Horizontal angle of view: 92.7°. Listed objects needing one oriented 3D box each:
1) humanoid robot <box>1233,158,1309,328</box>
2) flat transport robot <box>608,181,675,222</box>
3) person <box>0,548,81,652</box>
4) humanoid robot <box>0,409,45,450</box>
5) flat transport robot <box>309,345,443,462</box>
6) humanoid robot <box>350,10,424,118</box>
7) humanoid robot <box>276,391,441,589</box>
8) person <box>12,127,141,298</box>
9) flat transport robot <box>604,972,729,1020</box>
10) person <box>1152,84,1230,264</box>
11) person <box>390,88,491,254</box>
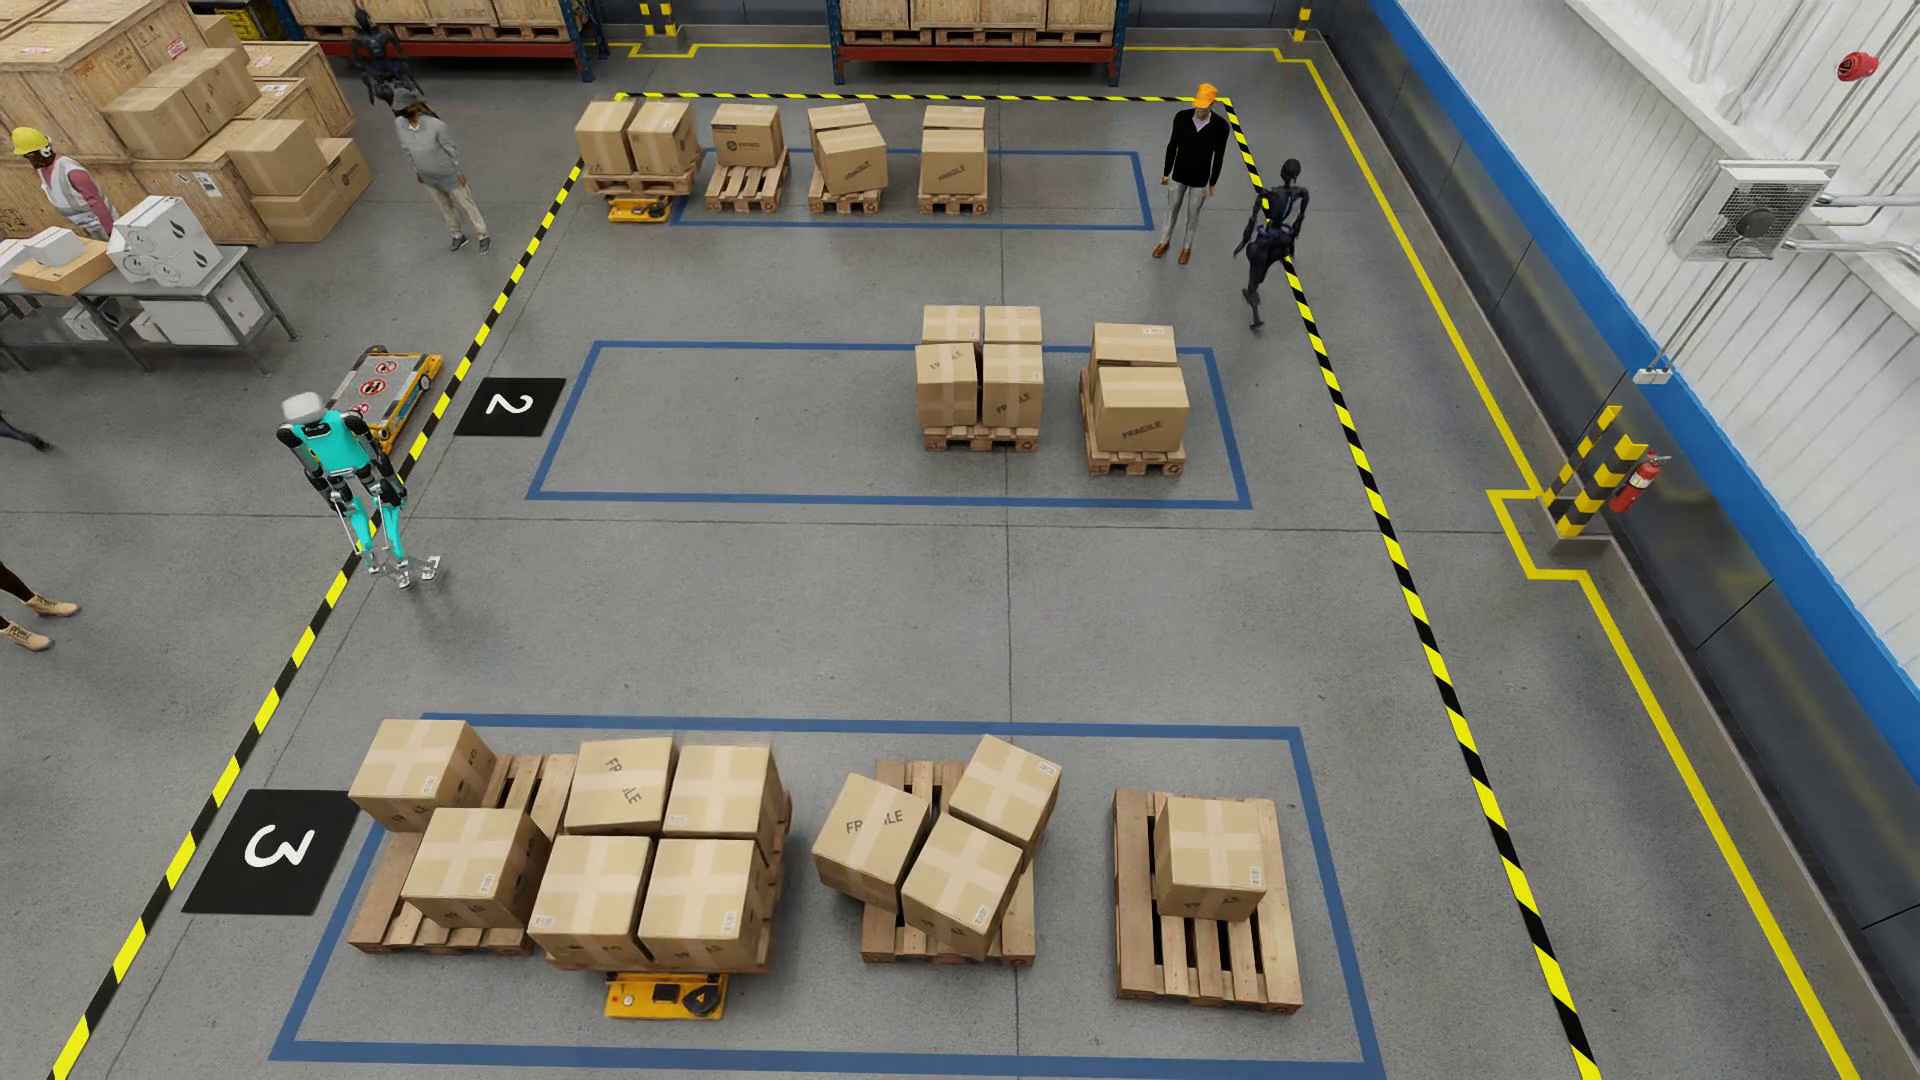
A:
[{"bbox_3d":[3.025,-2.870,8.908,0.610,1.654,0.743,-6,50,-5],"label":"humanoid robot"},{"bbox_3d":[-3.711,-4.264,10.957,0.652,0.197,1.431,1,50,1],"label":"flat transport robot"},{"bbox_3d":[-6.928,0.006,6.201,0.370,2.042,0.613,2,50,2],"label":"person"},{"bbox_3d":[-8.417,-1.413,7.651,0.601,1.618,0.600,10,51,8],"label":"humanoid robot"},{"bbox_3d":[-5.383,-1.269,8.441,0.659,0.231,1.431,1,50,1],"label":"flat transport robot"},{"bbox_3d":[-6.985,-5.615,11.231,0.611,1.622,0.795,-25,54,-20],"label":"humanoid robot"},{"bbox_3d":[-4.243,-0.209,6.491,0.533,1.681,0.735,-13,51,-11],"label":"humanoid robot"},{"bbox_3d":[-8.533,-3.165,9.025,0.593,1.825,0.404,19,52,16],"label":"person"},{"bbox_3d":[-1.662,2.105,5.568,0.652,0.197,1.431,1,50,1],"label":"flat transport robot"},{"bbox_3d":[2.381,-3.764,9.495,0.590,1.881,0.381,21,53,17],"label":"person"},{"bbox_3d":[-5.475,-3.877,9.664,0.574,1.767,0.395,5,50,4],"label":"person"}]
